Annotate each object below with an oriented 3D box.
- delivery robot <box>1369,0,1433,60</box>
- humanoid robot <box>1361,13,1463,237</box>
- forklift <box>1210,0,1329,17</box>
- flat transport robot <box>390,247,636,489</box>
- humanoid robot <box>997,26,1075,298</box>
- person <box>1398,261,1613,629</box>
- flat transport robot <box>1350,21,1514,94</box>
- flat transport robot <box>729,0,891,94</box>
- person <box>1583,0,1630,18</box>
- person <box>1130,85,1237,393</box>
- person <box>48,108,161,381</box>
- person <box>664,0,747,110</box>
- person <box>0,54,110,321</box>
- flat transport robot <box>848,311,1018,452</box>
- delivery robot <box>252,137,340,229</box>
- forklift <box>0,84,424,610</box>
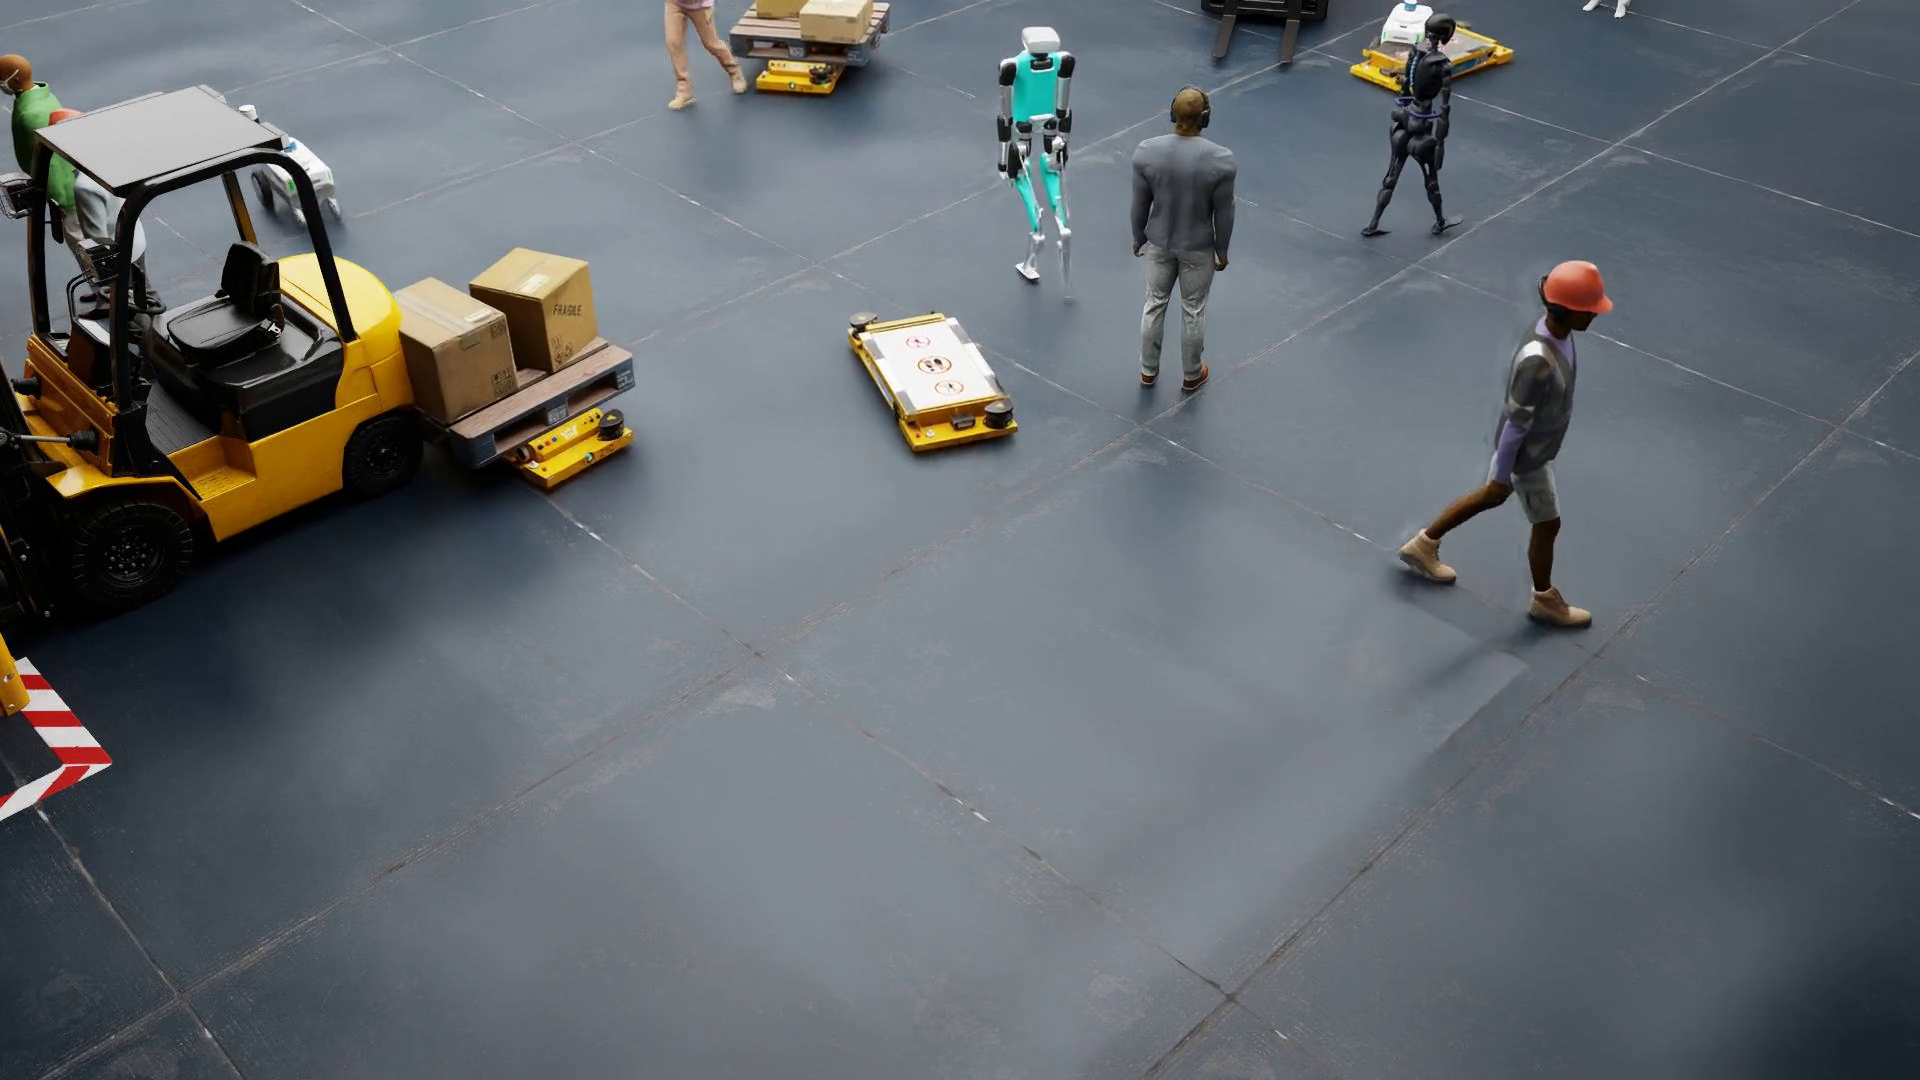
[{"bbox_3d":[3.947,-4.489,14.753,0.512,0.577,0.739,13,39,17],"label":"delivery robot"},{"bbox_3d":[3.294,-2.939,11.778,0.715,1.634,0.600,-13,39,-17],"label":"humanoid robot"},{"bbox_3d":[3.106,-6.400,15.960,1.214,2.155,2.313,8,37,10],"label":"forklift"},{"bbox_3d":[-2.704,-0.771,10.028,1.431,0.231,0.659,27,44,31],"label":"flat transport robot"},{"bbox_3d":[0.588,-2.393,11.055,0.544,1.893,0.739,-14,39,-18],"label":"humanoid robot"},{"bbox_3d":[2.776,-0.502,8.227,1.019,2.000,0.620,15,39,19],"label":"person"},{"bbox_3d":[4.184,-4.266,14.707,1.431,0.231,0.659,-25,43,-29],"label":"flat transport robot"},{"bbox_3d":[-1.307,-4.334,14.798,0.659,0.231,1.431,7,37,9],"label":"flat transport robot"},{"bbox_3d":[6.211,-5.728,15.526,0.517,1.632,0.315,25,44,30],"label":"person"},{"bbox_3d":[1.319,-1.776,9.986,0.627,1.933,0.371,11,38,15],"label":"person"},{"bbox_3d":[-5.185,-1.801,10.178,0.352,1.740,0.571,-4,37,-5],"label":"person"},{"bbox_3d":[-2.193,-4.493,13.791,0.558,1.746,0.688,17,40,21],"label":"person"},{"bbox_3d":[-5.834,-2.285,10.802,0.389,1.778,0.535,-14,39,-18],"label":"person"},{"bbox_3d":[-0.193,-1.037,10.385,0.659,0.231,1.431,-12,38,-15],"label":"flat transport robot"},{"bbox_3d":[-4.940,-2.705,12.376,0.499,0.592,0.774,-25,43,-29],"label":"delivery robot"},{"bbox_3d":[-4.145,-1.093,8.856,2.313,2.155,1.214,-31,47,-34],"label":"forklift"}]
